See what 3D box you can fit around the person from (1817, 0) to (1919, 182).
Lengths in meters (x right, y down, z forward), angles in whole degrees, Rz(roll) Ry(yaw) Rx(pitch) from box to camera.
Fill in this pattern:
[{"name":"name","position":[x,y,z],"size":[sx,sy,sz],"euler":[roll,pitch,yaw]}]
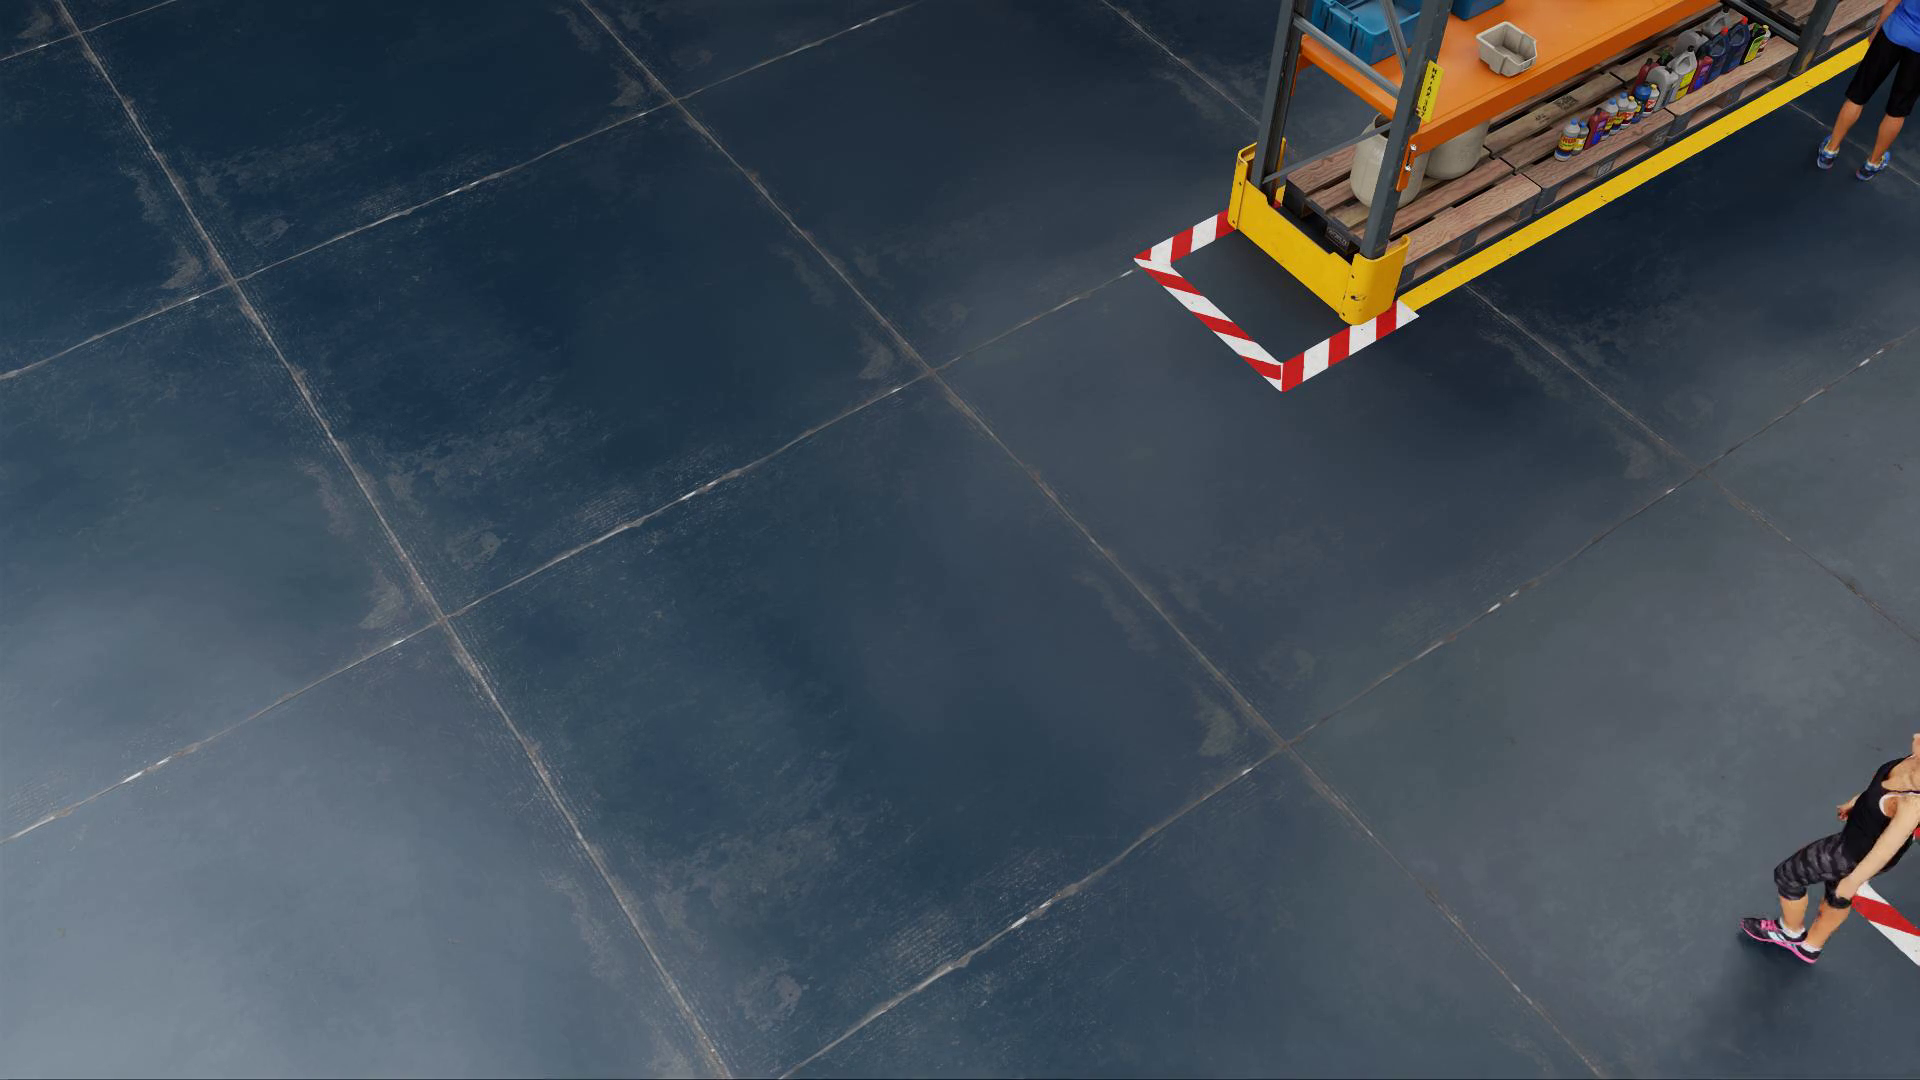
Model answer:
[{"name":"person","position":[5.633,-2.975,9.852],"size":[0.687,1.865,0.675],"euler":[27,57,19]}]

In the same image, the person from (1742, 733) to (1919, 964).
[{"name":"person","position":[3.709,1.276,6.653],"size":[0.723,1.718,0.615],"euler":[33,59,23]}]
